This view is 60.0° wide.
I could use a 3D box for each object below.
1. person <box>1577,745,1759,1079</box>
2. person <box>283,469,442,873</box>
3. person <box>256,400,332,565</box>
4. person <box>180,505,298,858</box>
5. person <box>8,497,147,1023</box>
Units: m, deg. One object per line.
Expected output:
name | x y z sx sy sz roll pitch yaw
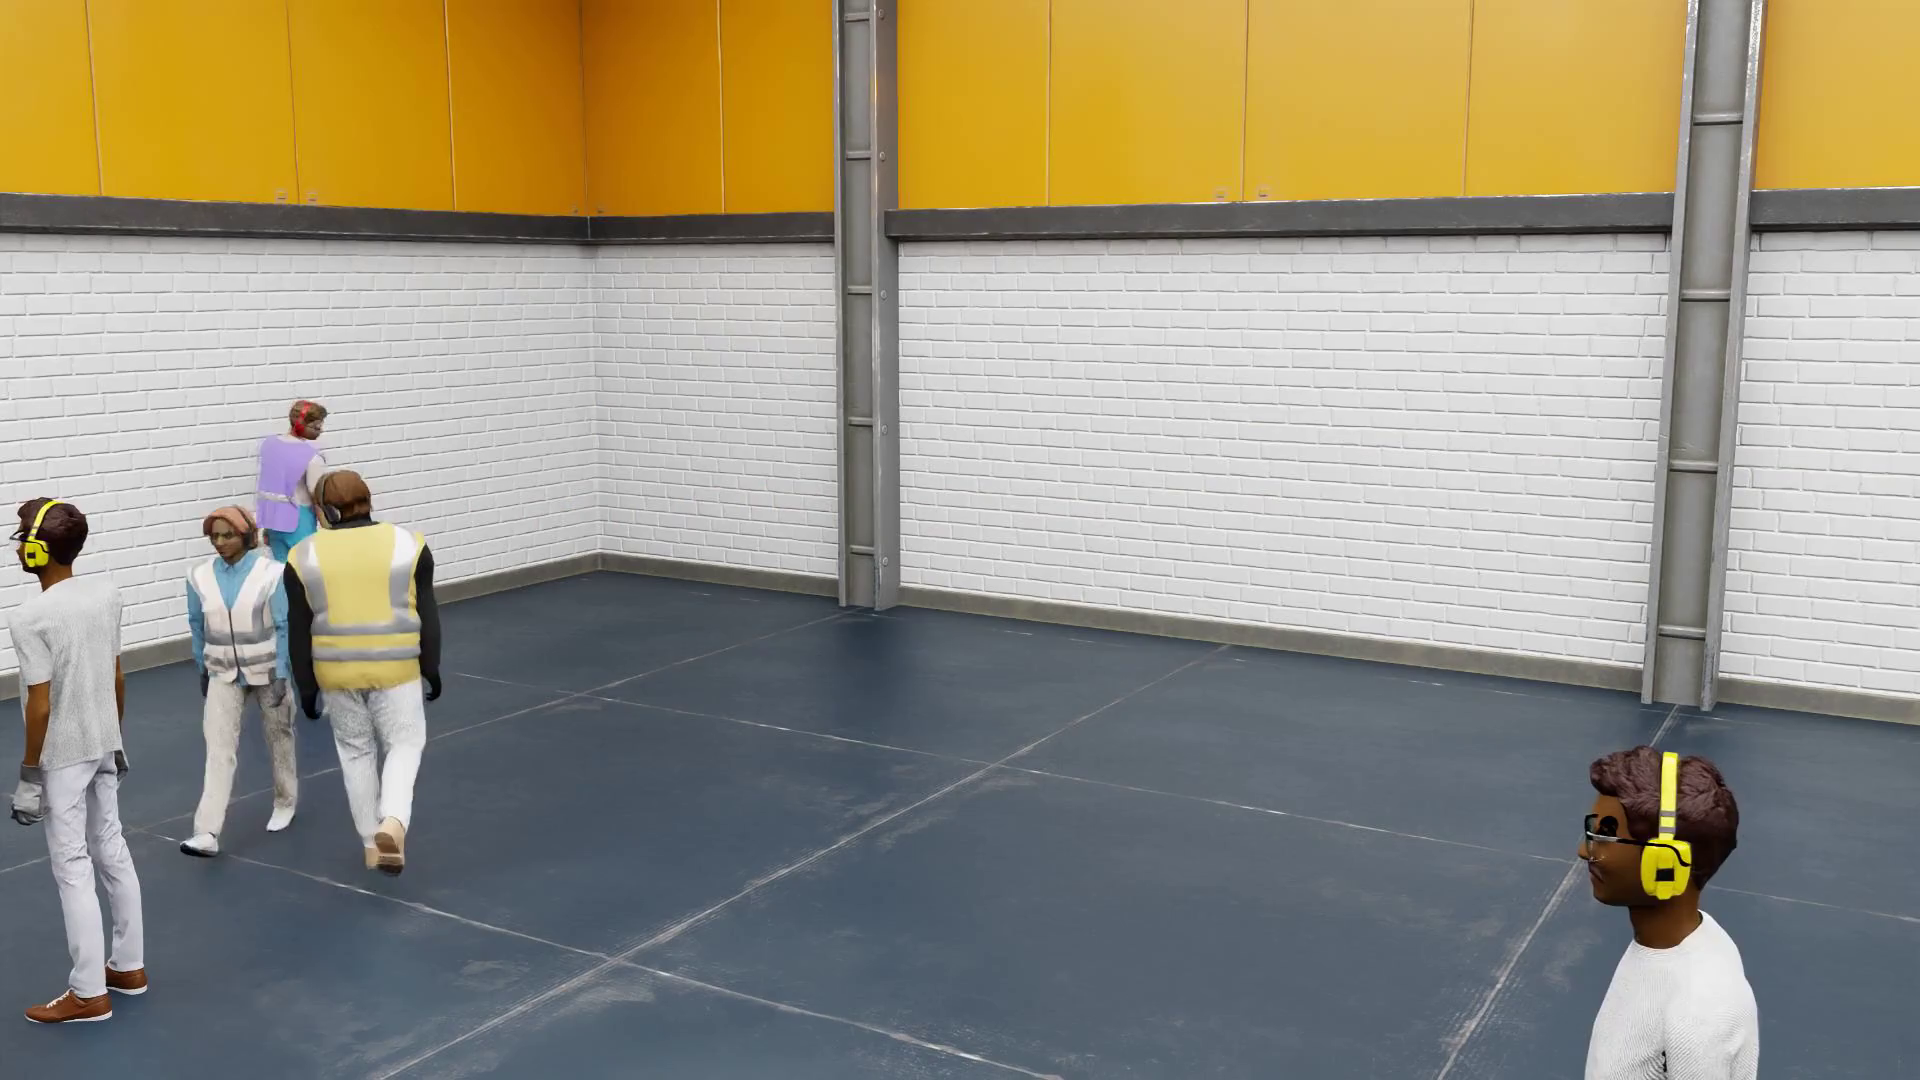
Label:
person | 1.160 1.267 2.857 0.310 1.867 0.538 3 9 16
person | -2.582 0.596 7.242 0.633 1.808 0.642 -2 9 -13
person | -4.481 -0.036 11.195 0.680 1.808 0.385 5 10 26
person | -3.290 0.642 7.594 0.524 1.585 0.886 0 9 0
person | -3.158 0.775 5.903 0.329 1.877 0.507 1 9 9
